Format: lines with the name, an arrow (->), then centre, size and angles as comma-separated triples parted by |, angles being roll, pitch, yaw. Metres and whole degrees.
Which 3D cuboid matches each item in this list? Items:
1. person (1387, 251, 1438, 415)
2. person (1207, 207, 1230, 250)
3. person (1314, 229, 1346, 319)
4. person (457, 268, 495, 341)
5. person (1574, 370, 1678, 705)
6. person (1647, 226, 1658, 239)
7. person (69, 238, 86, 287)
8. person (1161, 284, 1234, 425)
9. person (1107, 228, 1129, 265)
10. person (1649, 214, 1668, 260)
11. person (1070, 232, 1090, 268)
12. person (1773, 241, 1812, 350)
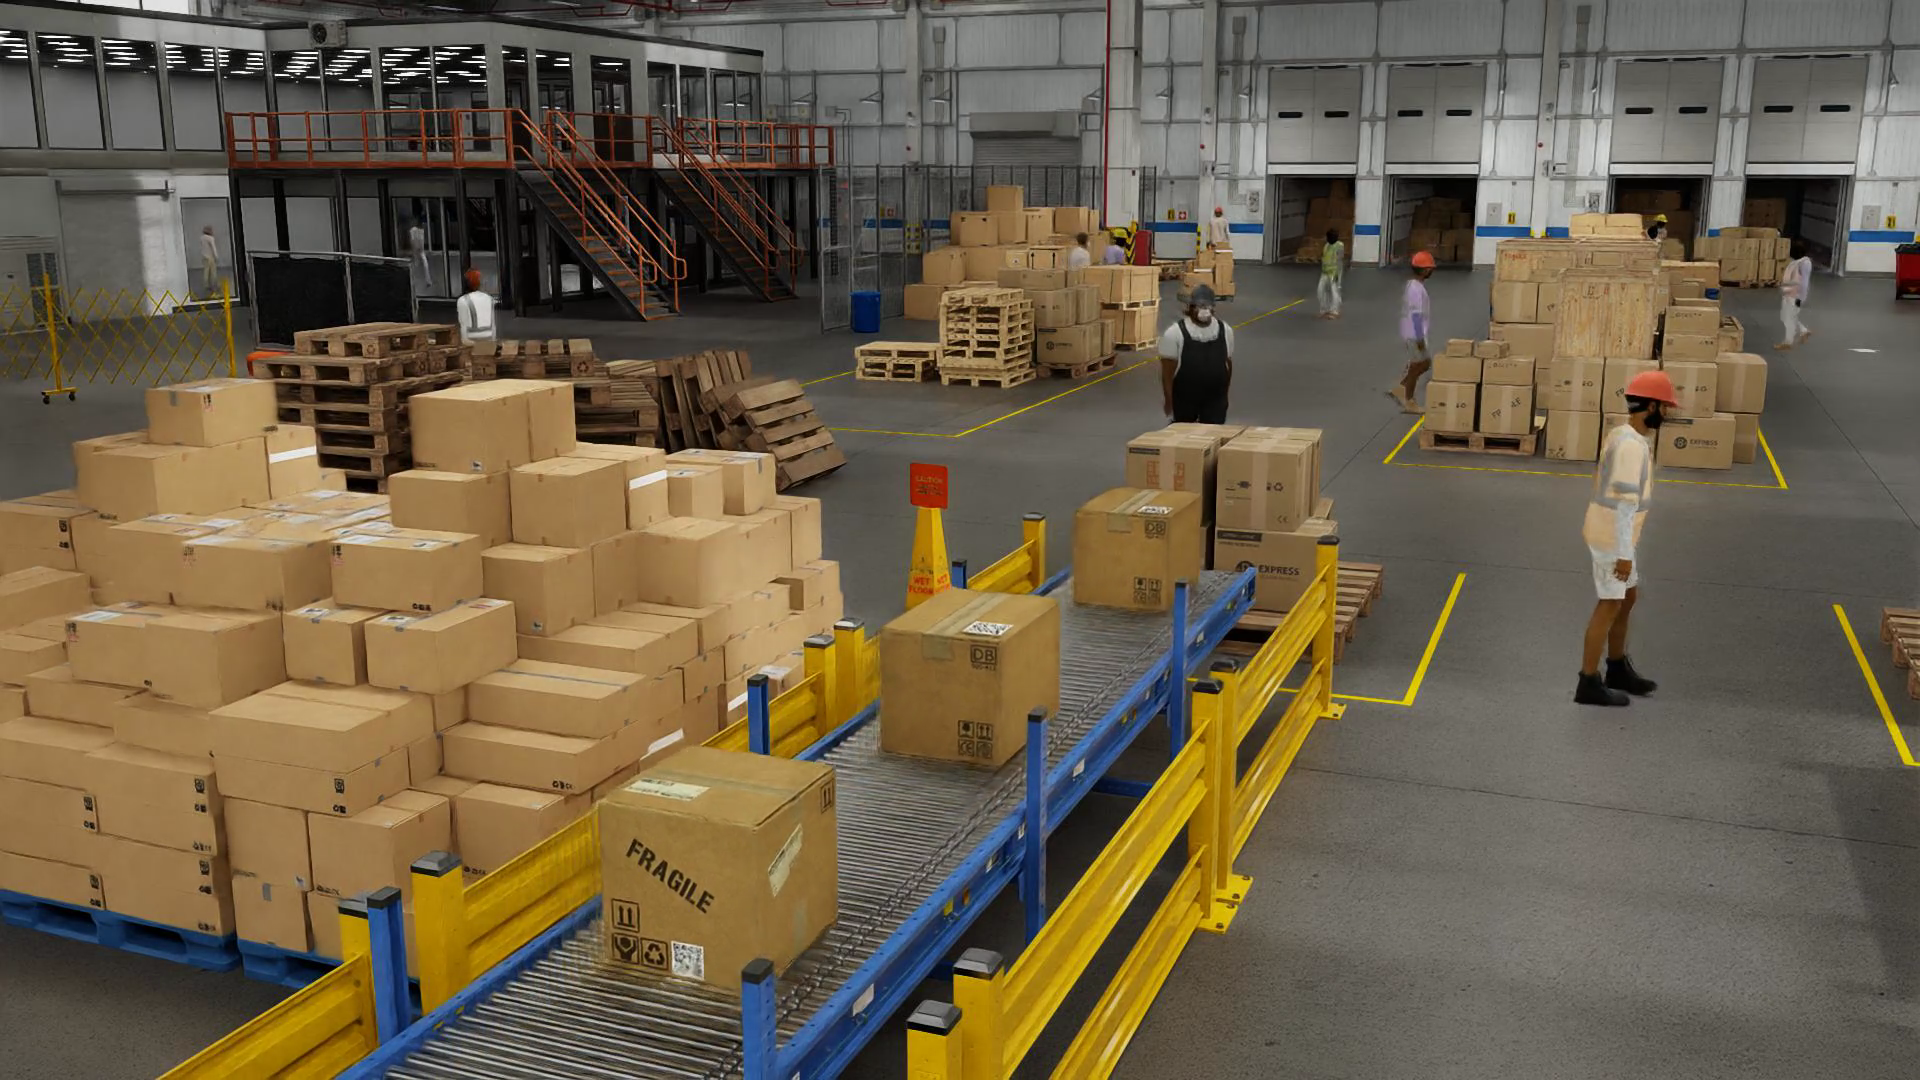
person -> 5.641, -2.550, 20.555 | 0.466, 2.027, 0.617 | 5, 13, 21
person -> 7.415, -8.568, 47.758 | 0.633, 1.951, 1.013 | 4, 13, 16
person -> 7.496, -5.388, 33.743 | 0.636, 1.820, 0.630 | -6, 14, -26
person -> -5.729, -2.273, 19.667 | 0.417, 1.866, 0.599 | 7, 14, 28
person -> 3.779, -0.006, 9.410 | 0.485, 1.913, 0.603 | 5, 14, 22
person -> 16.184, -6.501, 39.022 | 0.319, 1.697, 0.533 | 8, 15, 31
person -> -21.237, -6.745, 39.711 | 0.924, 1.870, 0.652 | -4, 13, -19
person -> 2.202, -1.403, 15.381 | 0.690, 2.000, 1.042 | -1, 13, -6
person -> 3.059, -4.977, 31.711 | 0.606, 1.904, 0.611 | -5, 13, -20
person -> 17.531, -7.193, 41.673 | 0.593, 1.903, 0.721 | -4, 13, -18
person -> 2.142, -4.634, 30.228 | 1.023, 1.900, 0.627 | -2, 13, -9
person -> 14.109, -4.110, 28.007 | 0.551, 1.826, 0.631 | 1, 13, 5
